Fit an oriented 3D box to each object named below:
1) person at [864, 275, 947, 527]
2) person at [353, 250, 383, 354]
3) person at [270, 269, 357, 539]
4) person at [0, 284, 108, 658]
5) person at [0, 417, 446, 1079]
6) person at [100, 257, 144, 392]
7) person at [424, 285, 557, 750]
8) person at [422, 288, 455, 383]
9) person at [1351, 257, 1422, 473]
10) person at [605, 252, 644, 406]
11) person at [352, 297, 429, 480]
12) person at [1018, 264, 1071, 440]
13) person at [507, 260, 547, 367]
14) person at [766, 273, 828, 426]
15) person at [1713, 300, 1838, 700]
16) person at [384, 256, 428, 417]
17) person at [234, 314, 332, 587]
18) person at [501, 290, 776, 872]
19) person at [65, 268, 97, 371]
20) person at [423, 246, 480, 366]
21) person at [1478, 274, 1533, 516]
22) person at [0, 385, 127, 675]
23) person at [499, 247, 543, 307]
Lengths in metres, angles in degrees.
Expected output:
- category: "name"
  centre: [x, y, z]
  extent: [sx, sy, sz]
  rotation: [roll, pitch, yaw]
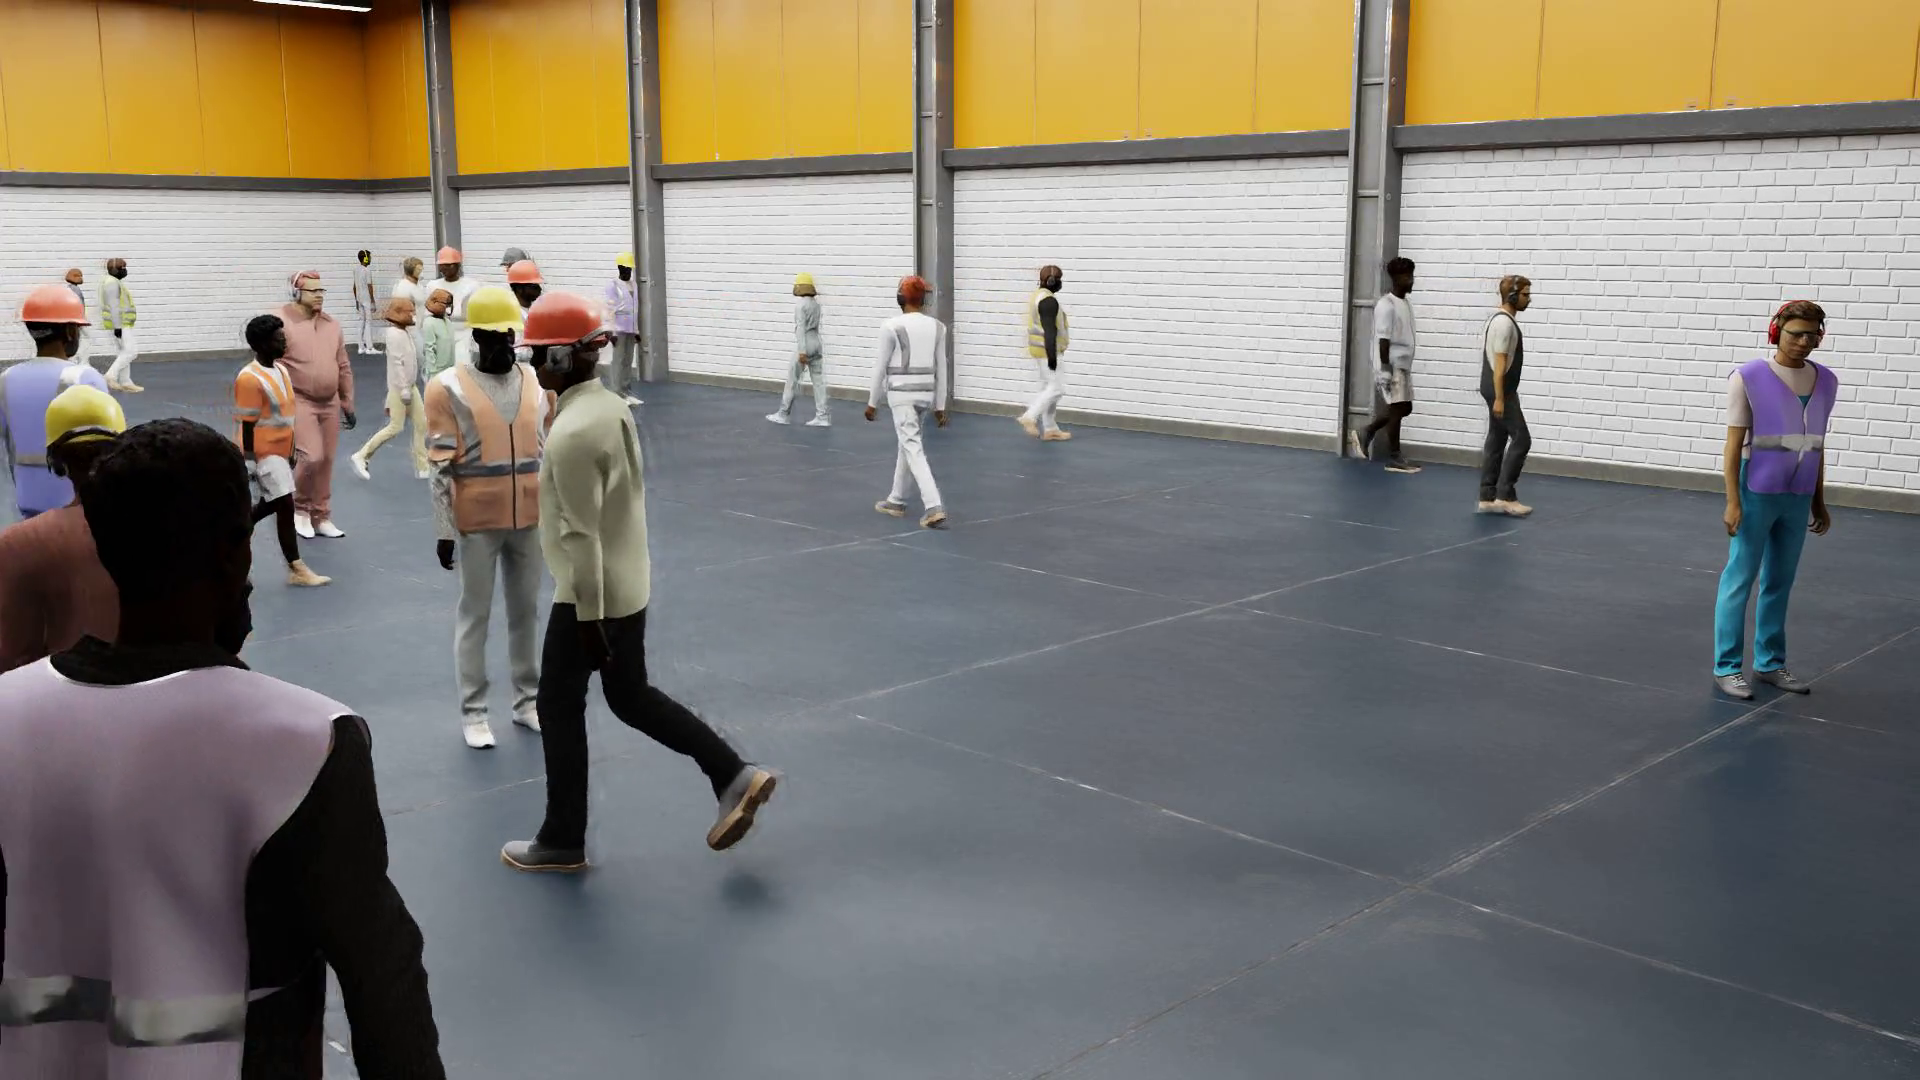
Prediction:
- category: "person"
  centre: [-0.350, -1.038, 12.350]
  extent: [0.575, 1.847, 0.969]
  rotation: [-9, 14, -40]
- category: "person"
  centre: [-10.715, -4.284, 29.979]
  extent: [0.532, 1.866, 0.310]
  rotation: [8, 13, 37]
- category: "person"
  centre: [-4.522, -0.936, 11.649]
  extent: [0.431, 1.891, 0.676]
  rotation: [6, 12, 29]
- category: "person"
  centre: [-3.879, -0.158, 7.331]
  extent: [0.582, 1.918, 0.610]
  rotation: [2, 11, 11]
- category: "person"
  centre: [-1.000, 0.793, 2.210]
  extent: [0.614, 1.899, 0.465]
  rotation: [4, 11, 20]
- category: "person"
  centre: [-11.355, -2.896, 22.497]
  extent: [0.435, 1.832, 0.648]
  rotation: [-4, 11, -22]
- category: "person"
  centre: [-1.925, -0.096, 6.983]
  extent: [0.592, 1.923, 0.384]
  rotation: [-9, 14, -41]
- category: "person"
  centre: [-4.904, -1.560, 15.762]
  extent: [0.284, 1.633, 0.498]
  rotation: [1, 10, 6]
- category: "person"
  centre: [3.900, -1.589, 15.081]
  extent: [0.660, 1.948, 0.607]
  rotation: [8, 13, 38]
- category: "person"
  centre: [-4.200, -2.644, 20.880]
  extent: [0.383, 1.923, 0.590]
  rotation: [4, 11, 22]
- category: "person"
  centre: [-4.909, -1.310, 14.467]
  extent: [0.726, 1.606, 0.505]
  rotation: [0, 10, 0]
- category: "person"
  centre: [0.902, -1.928, 17.233]
  extent: [0.489, 1.827, 0.651]
  rotation: [-1, 10, -5]
- category: "person"
  centre: [-3.369, -1.201, 12.970]
  extent: [0.365, 1.939, 0.542]
  rotation: [0, 10, 2]
- category: "person"
  centre: [-1.819, -2.140, 18.716]
  extent: [0.819, 1.702, 0.496]
  rotation: [5, 12, 26]
- category: "person"
  centre: [3.775, -0.189, 7.728]
  extent: [0.563, 1.838, 0.390]
  rotation: [-3, 11, -16]
- category: "person"
  centre: [-6.333, -2.365, 19.470]
  extent: [1.025, 1.885, 0.633]
  rotation: [-1, 10, -6]
- category: "person"
  centre: [-4.273, -0.538, 10.095]
  extent: [0.785, 1.670, 0.537]
  rotation: [0, 10, 0]
- category: "person"
  centre: [-1.098, 0.157, 5.523]
  extent: [0.861, 1.962, 0.644]
  rotation: [1, 10, 6]
- category: "person"
  centre: [-13.710, -3.416, 25.923]
  extent: [0.510, 1.620, 0.443]
  rotation: [9, 14, 42]
- category: "person"
  centre: [-5.603, -2.207, 18.293]
  extent: [0.629, 1.994, 1.000]
  rotation: [1, 10, 6]
- category: "person"
  centre: [4.224, -1.089, 12.634]
  extent: [0.532, 1.833, 0.550]
  rotation: [3, 11, 15]
- category: "person"
  centre: [-2.274, 0.451, 4.501]
  extent: [0.547, 1.728, 0.773]
  rotation: [-6, 12, -30]
- category: "person"
  centre: [-4.961, -2.271, 18.529]
  extent: [0.992, 2.000, 0.698]
  rotation: [0, 10, 2]
